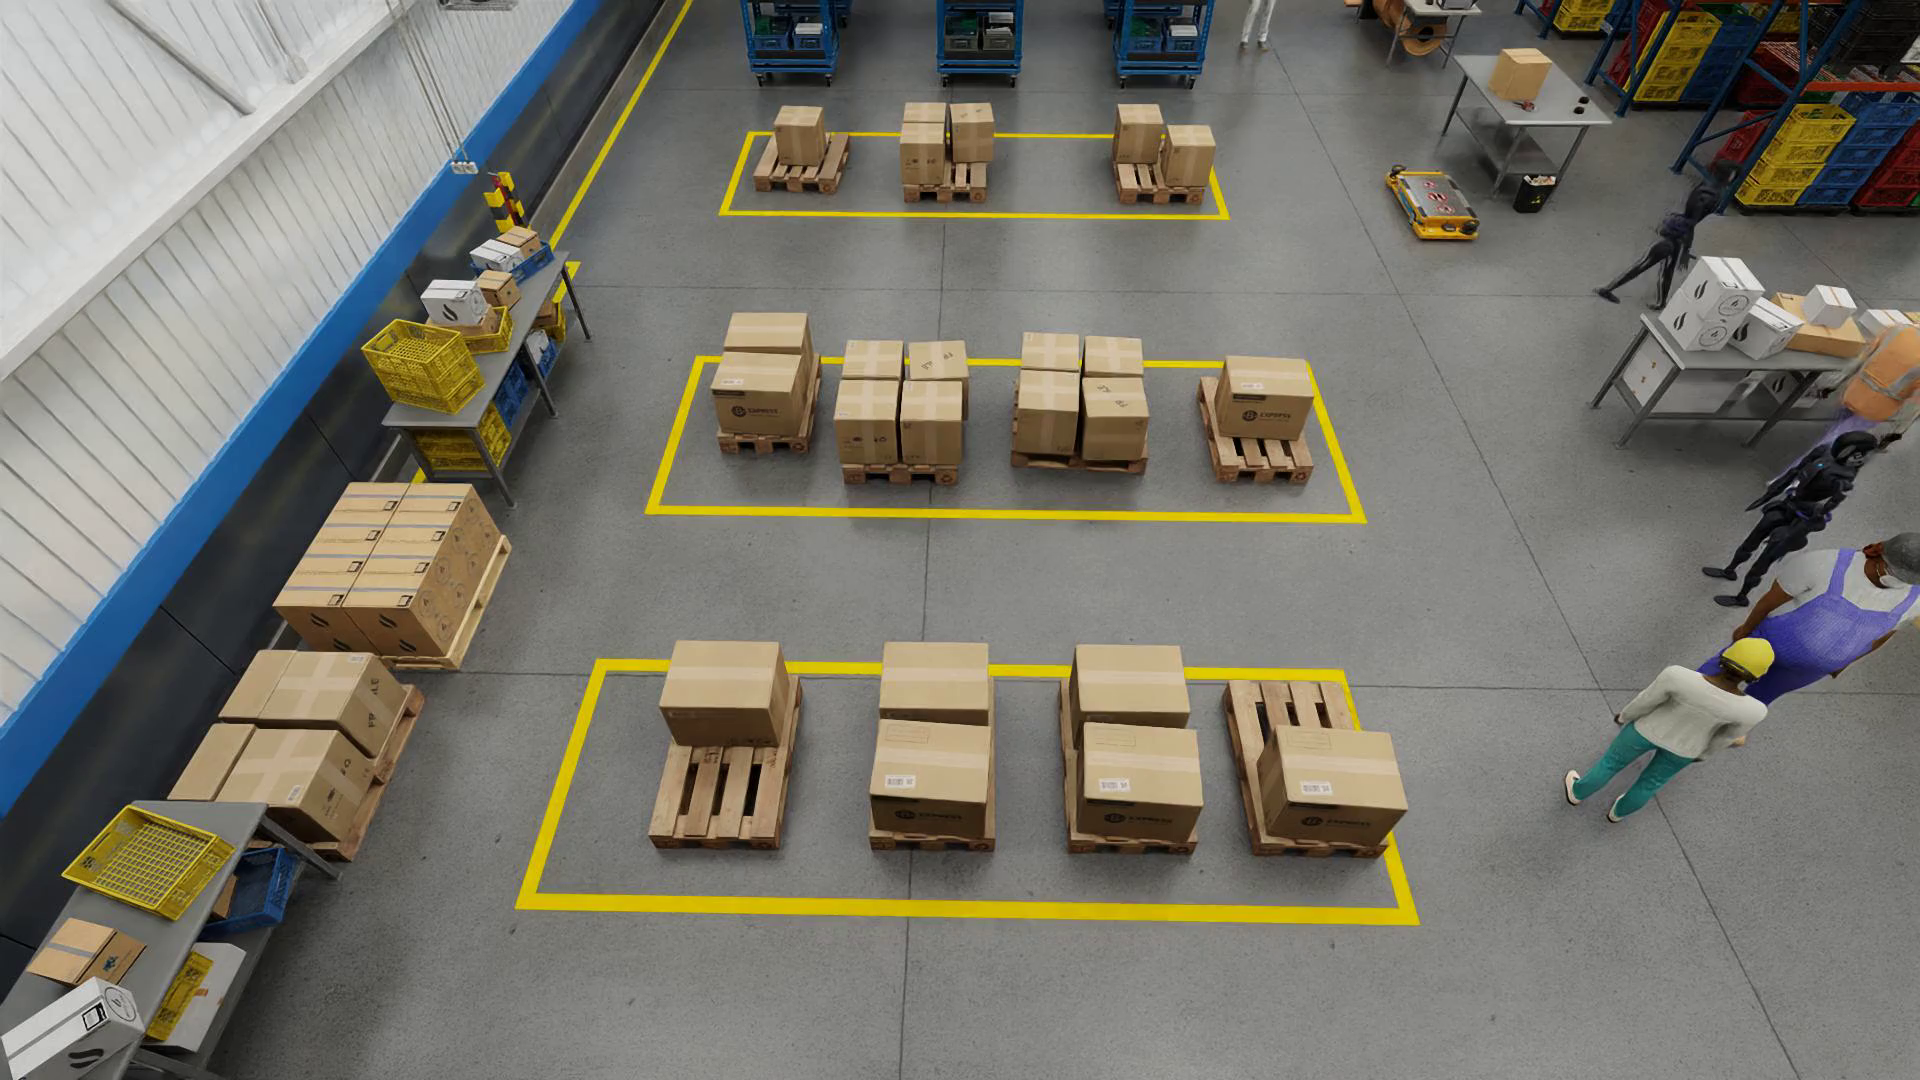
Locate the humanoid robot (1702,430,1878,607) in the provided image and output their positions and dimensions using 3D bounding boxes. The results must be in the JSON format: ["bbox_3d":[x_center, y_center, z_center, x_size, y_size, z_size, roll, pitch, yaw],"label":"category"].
[{"bbox_3d":[6.086,-0.158,6.737,0.361,1.648,0.572,10,50,9],"label":"humanoid robot"}]

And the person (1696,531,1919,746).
[{"bbox_3d":[5.336,0.647,5.803,0.680,2.000,0.536,23,53,19],"label":"person"}]

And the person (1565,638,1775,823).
[{"bbox_3d":[4.266,1.161,5.542,0.524,1.760,0.335,28,55,22],"label":"person"}]

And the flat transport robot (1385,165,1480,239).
[{"bbox_3d":[5.692,-4.094,11.059,0.652,0.197,1.431,1,49,1],"label":"flat transport robot"}]

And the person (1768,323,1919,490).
[{"bbox_3d":[7.477,-1.121,7.418,0.766,1.899,0.623,-4,49,-4],"label":"person"}]

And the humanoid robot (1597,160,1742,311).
[{"bbox_3d":[7.247,-3.046,9.264,0.551,1.626,0.786,-33,57,-25],"label":"humanoid robot"}]

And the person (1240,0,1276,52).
[{"bbox_3d":[4.592,-8.294,13.652,0.572,1.876,0.350,-9,50,-8],"label":"person"}]
